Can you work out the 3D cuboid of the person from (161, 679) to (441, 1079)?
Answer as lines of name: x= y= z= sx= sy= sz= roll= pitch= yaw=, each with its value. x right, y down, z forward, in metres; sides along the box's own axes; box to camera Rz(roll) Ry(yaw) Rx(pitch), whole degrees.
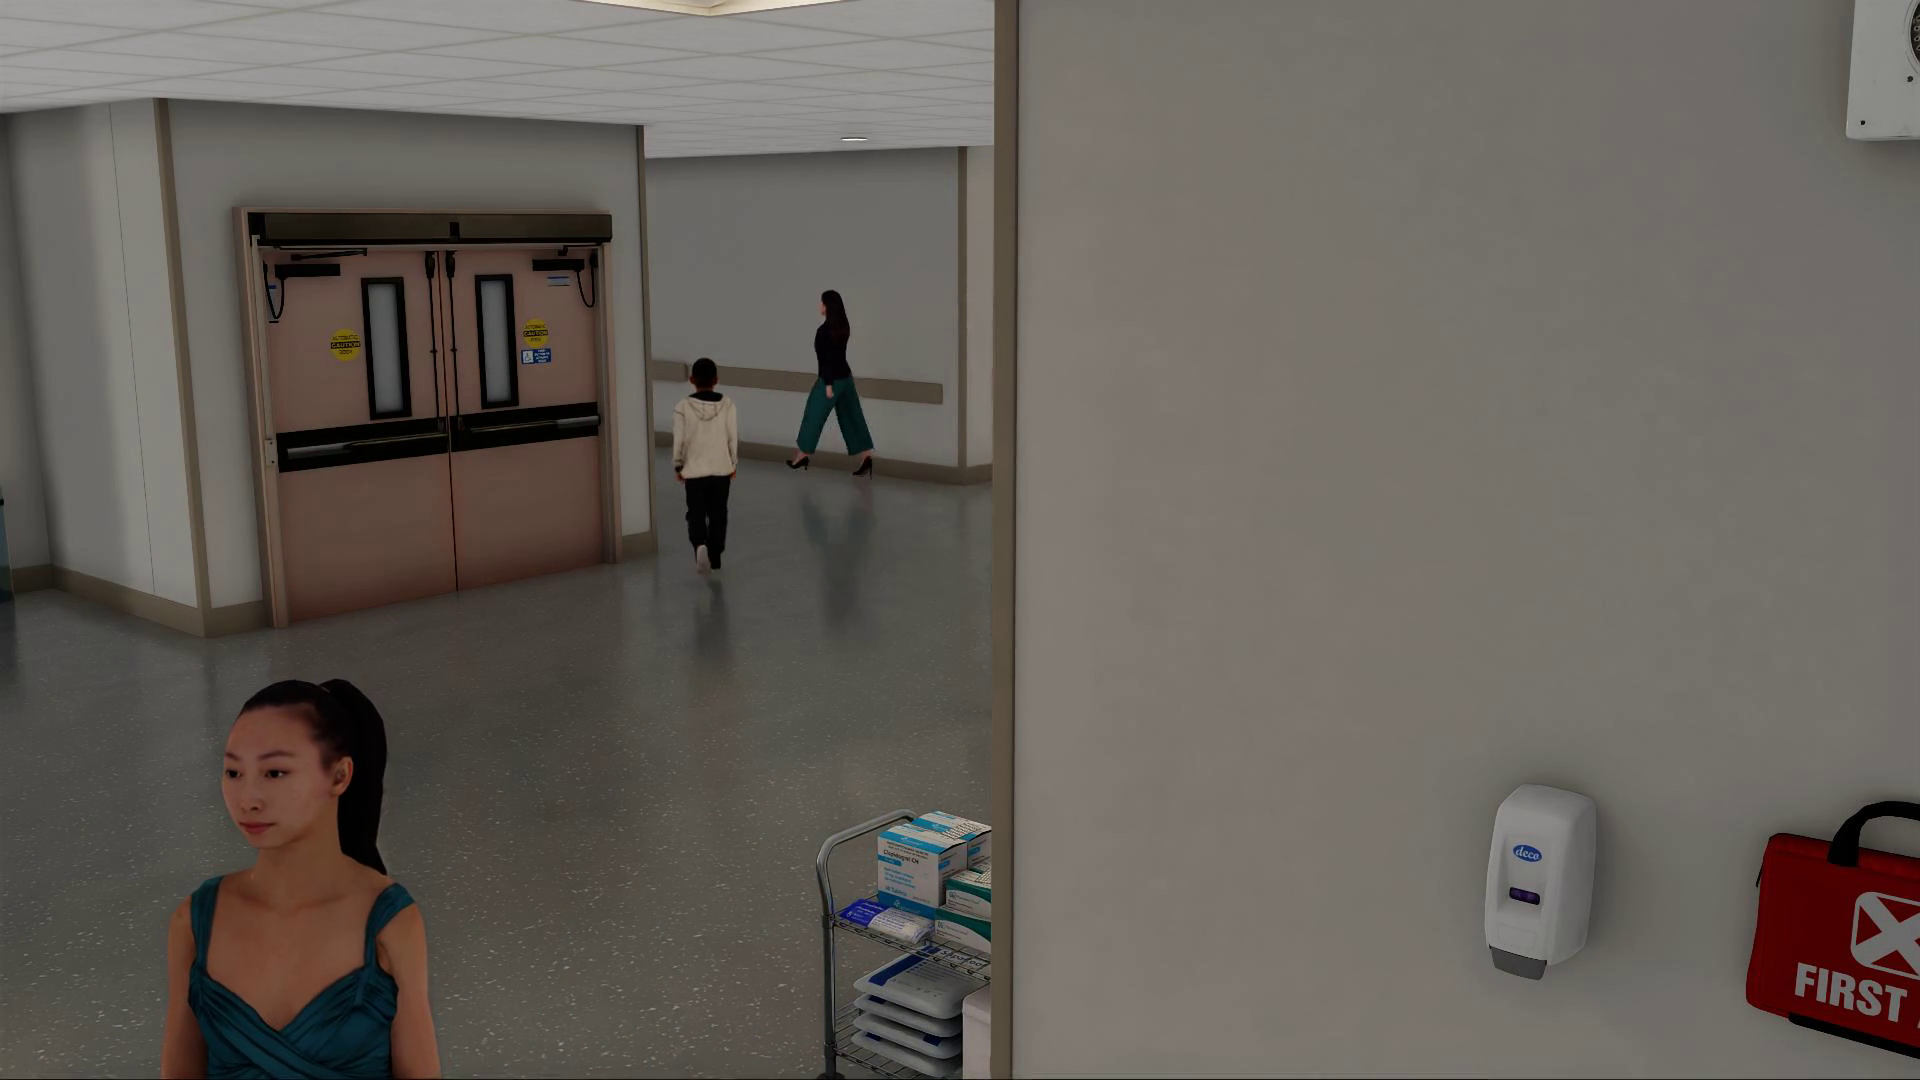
person: x=-0.945 y=1.031 z=2.456 sx=0.617 sy=1.687 sz=0.663 roll=0 pitch=11 yaw=-1

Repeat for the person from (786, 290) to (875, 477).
person: x=-1.058 y=-1.372 z=15.131 sx=0.735 sy=1.683 sz=1.067 roll=7 pitch=13 yaw=33

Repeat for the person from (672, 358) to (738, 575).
person: x=-1.673 y=-0.468 z=11.013 sx=0.863 sy=1.442 sz=0.901 roll=-2 pitch=11 yaw=-11
